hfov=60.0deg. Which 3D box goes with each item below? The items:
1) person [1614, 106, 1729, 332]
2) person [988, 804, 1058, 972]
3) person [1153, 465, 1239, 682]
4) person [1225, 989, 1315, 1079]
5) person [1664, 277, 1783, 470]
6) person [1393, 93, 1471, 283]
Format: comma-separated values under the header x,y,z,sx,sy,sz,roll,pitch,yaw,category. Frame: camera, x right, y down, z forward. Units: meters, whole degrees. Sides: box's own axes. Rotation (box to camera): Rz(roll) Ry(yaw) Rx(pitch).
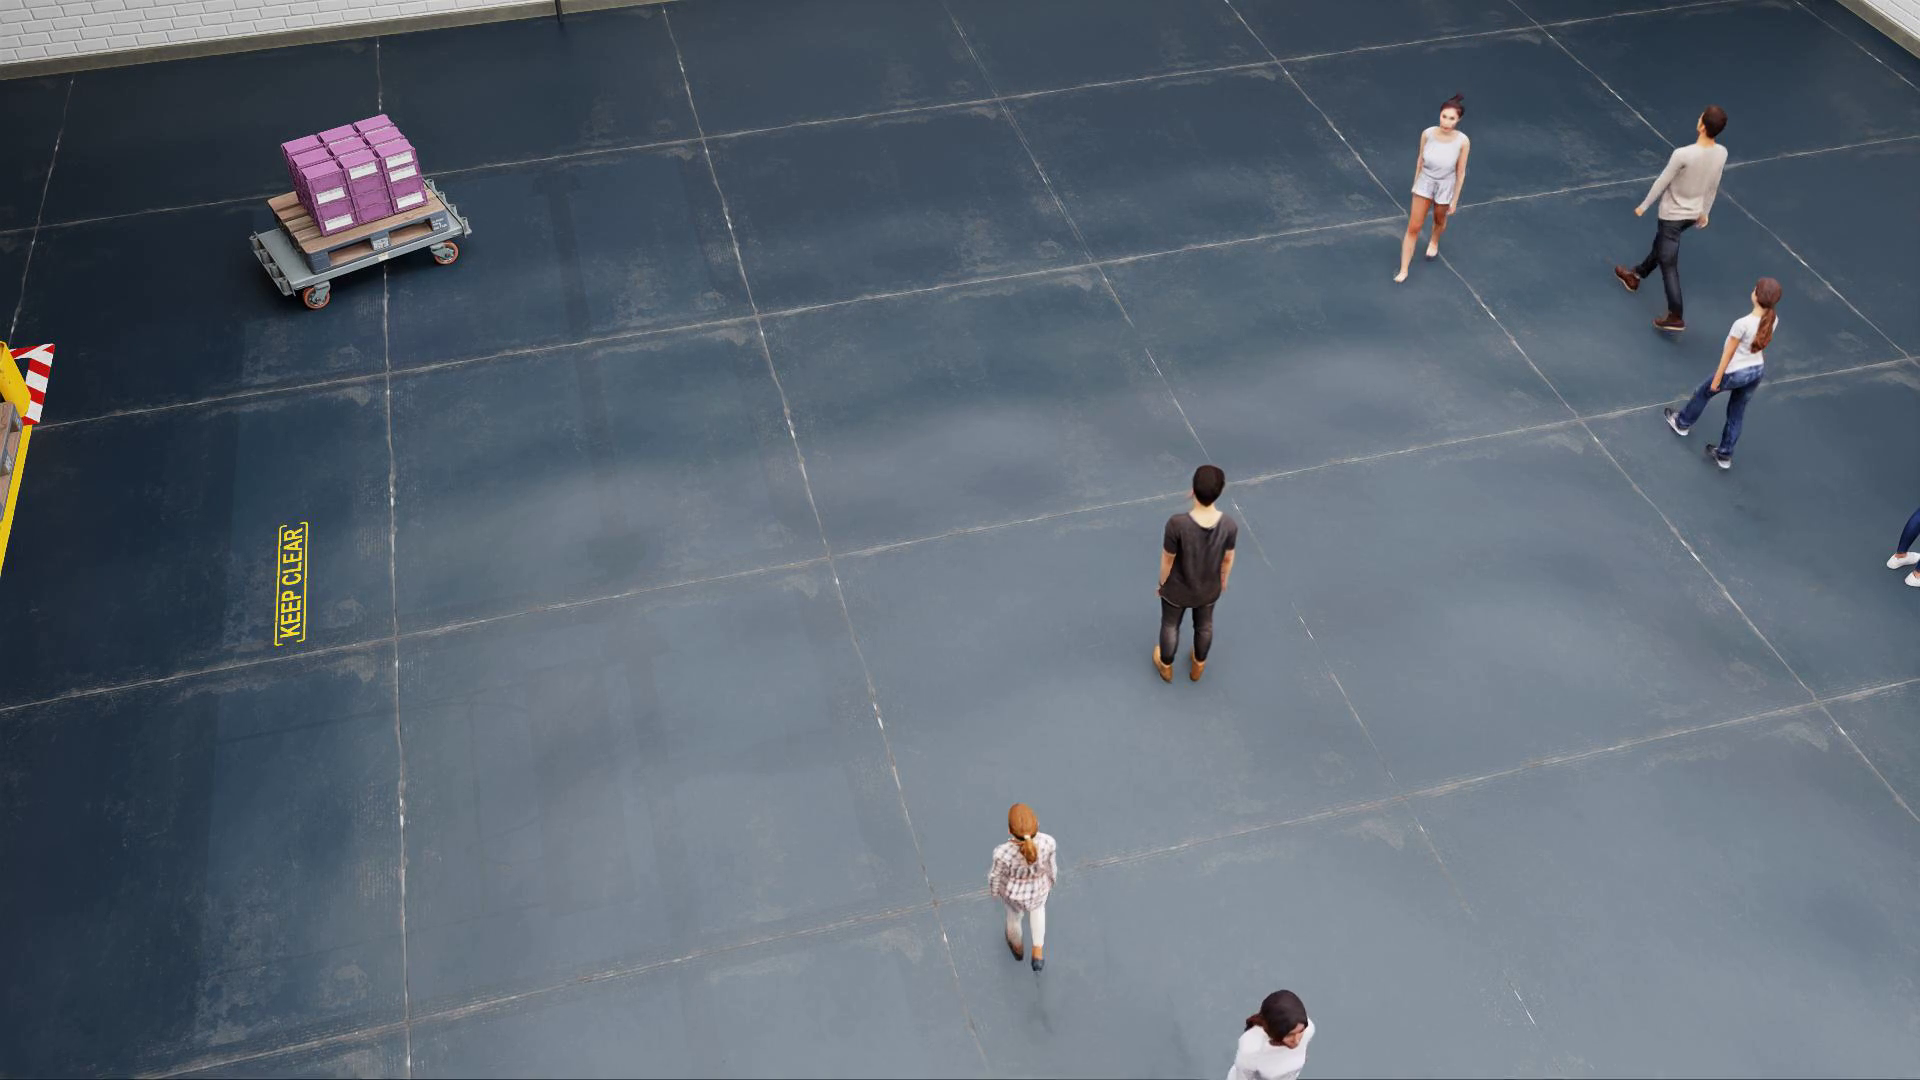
x,y,z,sx,sy,sz,roll,pitch,yaw,category
5.785,-2.531,13.287,0.730,1.828,1.230,-14,45,-14,person
0.365,1.923,8.994,0.553,1.301,0.644,-8,44,-8,person
1.477,0.247,10.457,0.660,1.709,0.618,-2,44,-2,person
1.387,2.599,8.001,0.688,1.692,1.027,-16,46,-16,person
5.692,-1.178,12.080,0.548,1.535,0.885,-10,45,-10,person
4.025,-2.989,13.957,0.988,1.567,1.092,19,47,19,person
